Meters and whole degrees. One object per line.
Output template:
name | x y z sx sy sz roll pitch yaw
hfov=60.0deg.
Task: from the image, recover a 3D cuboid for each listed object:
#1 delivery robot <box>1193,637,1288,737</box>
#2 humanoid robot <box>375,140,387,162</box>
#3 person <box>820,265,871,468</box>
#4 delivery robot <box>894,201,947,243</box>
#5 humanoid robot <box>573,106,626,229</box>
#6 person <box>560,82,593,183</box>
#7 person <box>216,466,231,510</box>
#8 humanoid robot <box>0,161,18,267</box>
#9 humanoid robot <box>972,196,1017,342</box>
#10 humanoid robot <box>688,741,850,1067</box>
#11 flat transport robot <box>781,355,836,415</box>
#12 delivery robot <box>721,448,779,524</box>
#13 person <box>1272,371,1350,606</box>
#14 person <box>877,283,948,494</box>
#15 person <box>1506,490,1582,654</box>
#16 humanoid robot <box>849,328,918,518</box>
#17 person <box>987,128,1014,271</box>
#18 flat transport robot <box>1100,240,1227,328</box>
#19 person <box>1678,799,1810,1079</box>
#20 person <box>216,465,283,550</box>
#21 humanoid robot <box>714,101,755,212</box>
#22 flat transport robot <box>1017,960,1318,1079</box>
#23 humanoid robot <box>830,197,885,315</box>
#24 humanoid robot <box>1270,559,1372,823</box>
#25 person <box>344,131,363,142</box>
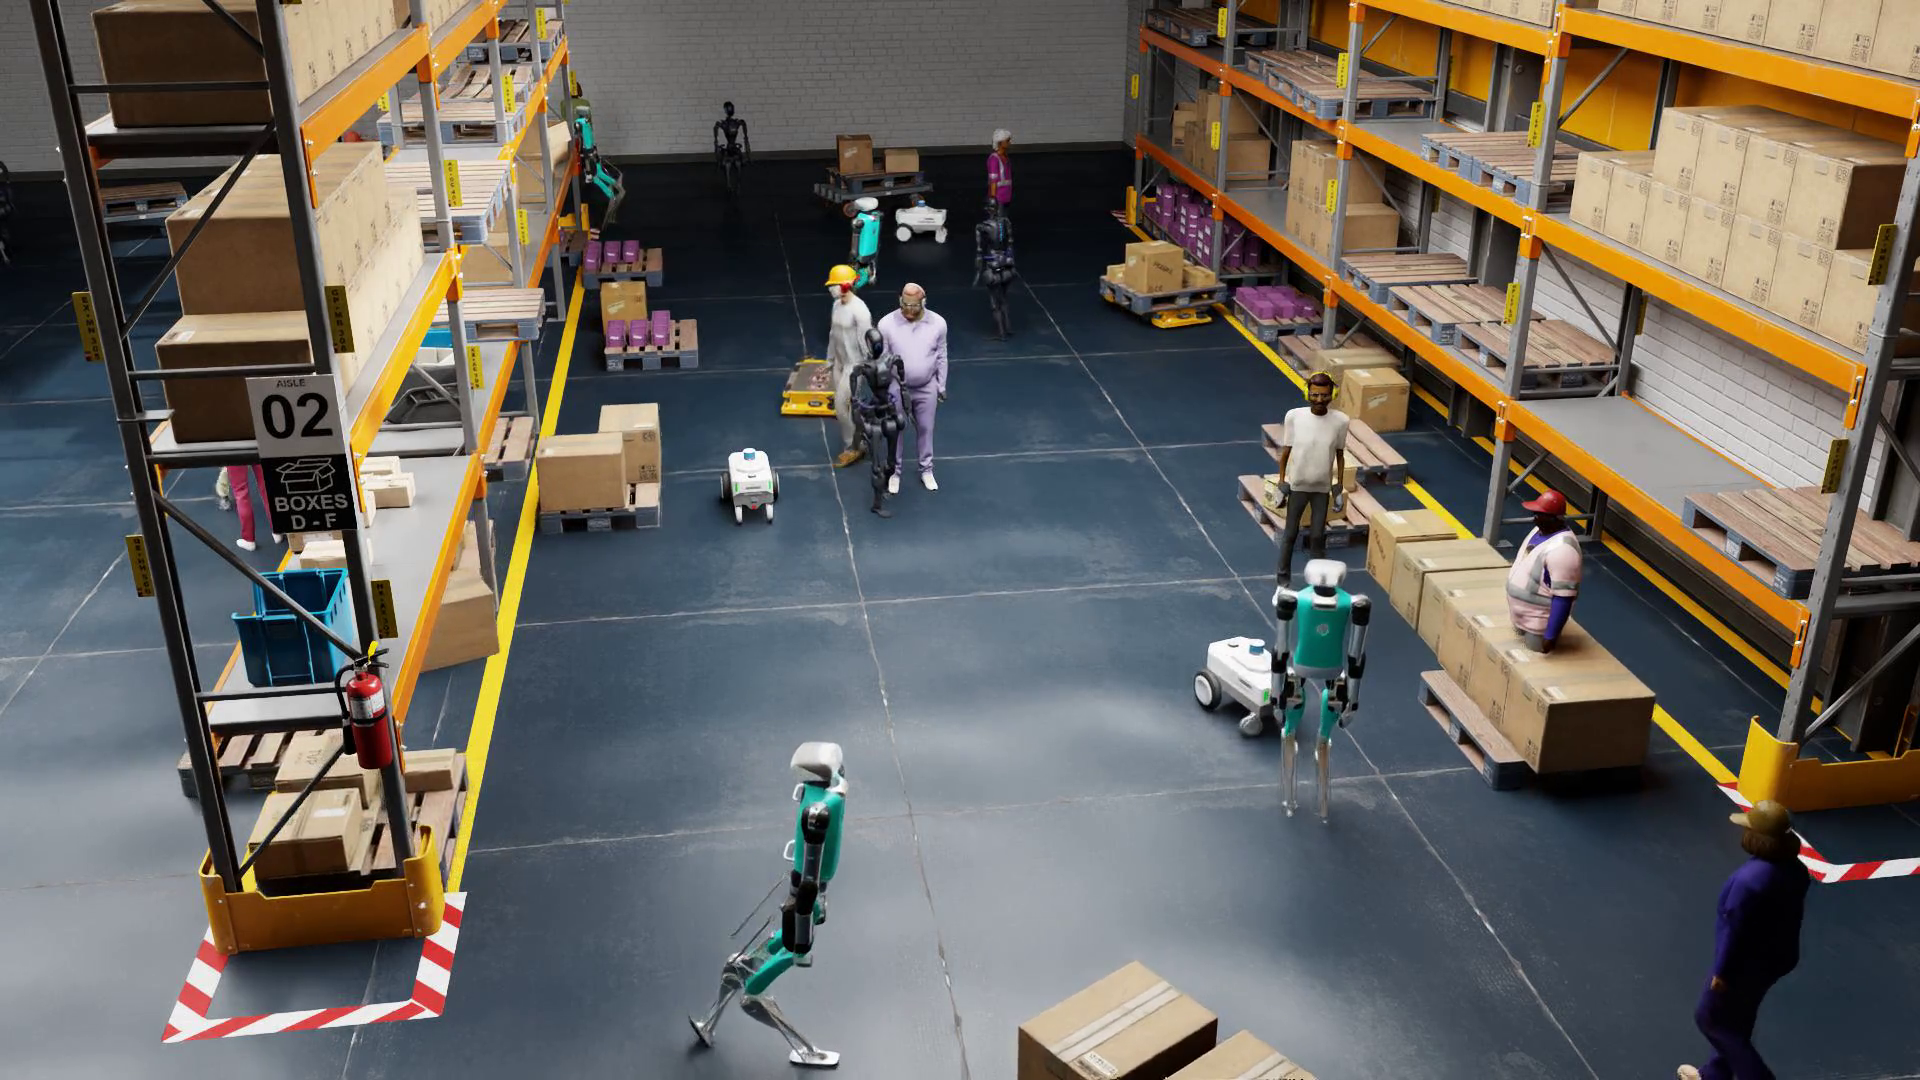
delivery robot | 1.949 0.948 11.187 0.511 0.614 0.785 -12 26 -25
humanoid robot | -7.700 -4.509 22.211 0.586 1.632 0.583 3 24 8
person | -1.082 -1.590 15.309 0.582 1.863 0.626 -15 28 -31
delivery robot | -0.570 -4.508 23.604 0.794 0.603 0.499 2 24 4
humanoid robot | -5.170 -5.396 24.146 0.771 1.782 0.530 1 24 3
person | -6.235 -6.649 27.138 0.492 1.624 0.281 -1 24 -2
person | -6.141 -1.013 14.204 0.822 1.705 0.578 9 25 20
humanoid robot | -12.987 -4.512 22.266 0.595 1.623 0.794 -21 31 -39
humanoid robot | 0.435 -3.096 18.989 0.602 1.647 0.397 -17 29 -34
humanoid robot | -0.973 1.765 7.869 0.933 1.794 0.558 2 24 4
flat transport robot | -1.445 -1.612 17.349 0.659 0.231 1.431 1 24 2
delivery robot | -1.821 -0.506 14.476 0.499 0.595 0.792 -4 24 -10
person | 2.647 -0.376 12.545 0.518 1.870 0.328 3 24 6
person | -0.413 -1.339 14.703 0.642 1.902 0.403 -4 24 -9
person | 3.704 0.498 10.695 0.419 1.752 0.615 0 24 0
humanoid robot | -0.665 -1.048 14.355 0.630 1.642 0.596 -13 27 -28
person | 0.535 -4.505 21.976 0.323 1.845 0.526 8 25 18
flat transport robot | 2.399 -2.862 20.197 0.659 0.231 1.431 -10 26 -22
person | 3.633 1.948 7.577 0.496 1.594 0.597 -14 27 -29
person | -5.844 -0.712 13.595 0.499 1.636 0.287 -19 30 -36
humanoid robot | -3.410 -5.764 25.064 0.600 1.648 0.425 -12 26 -25
flat transport robot | 0.922 2.850 7.185 1.431 0.231 0.659 -18 30 -36
humanoid robot | -1.239 -2.947 18.694 0.780 1.860 0.543 14 27 28
humanoid robot | 2.093 0.886 9.868 0.530 1.823 0.649 4 24 8
person | -8.010 -4.710 22.602 0.592 1.722 0.630 11 26 24
